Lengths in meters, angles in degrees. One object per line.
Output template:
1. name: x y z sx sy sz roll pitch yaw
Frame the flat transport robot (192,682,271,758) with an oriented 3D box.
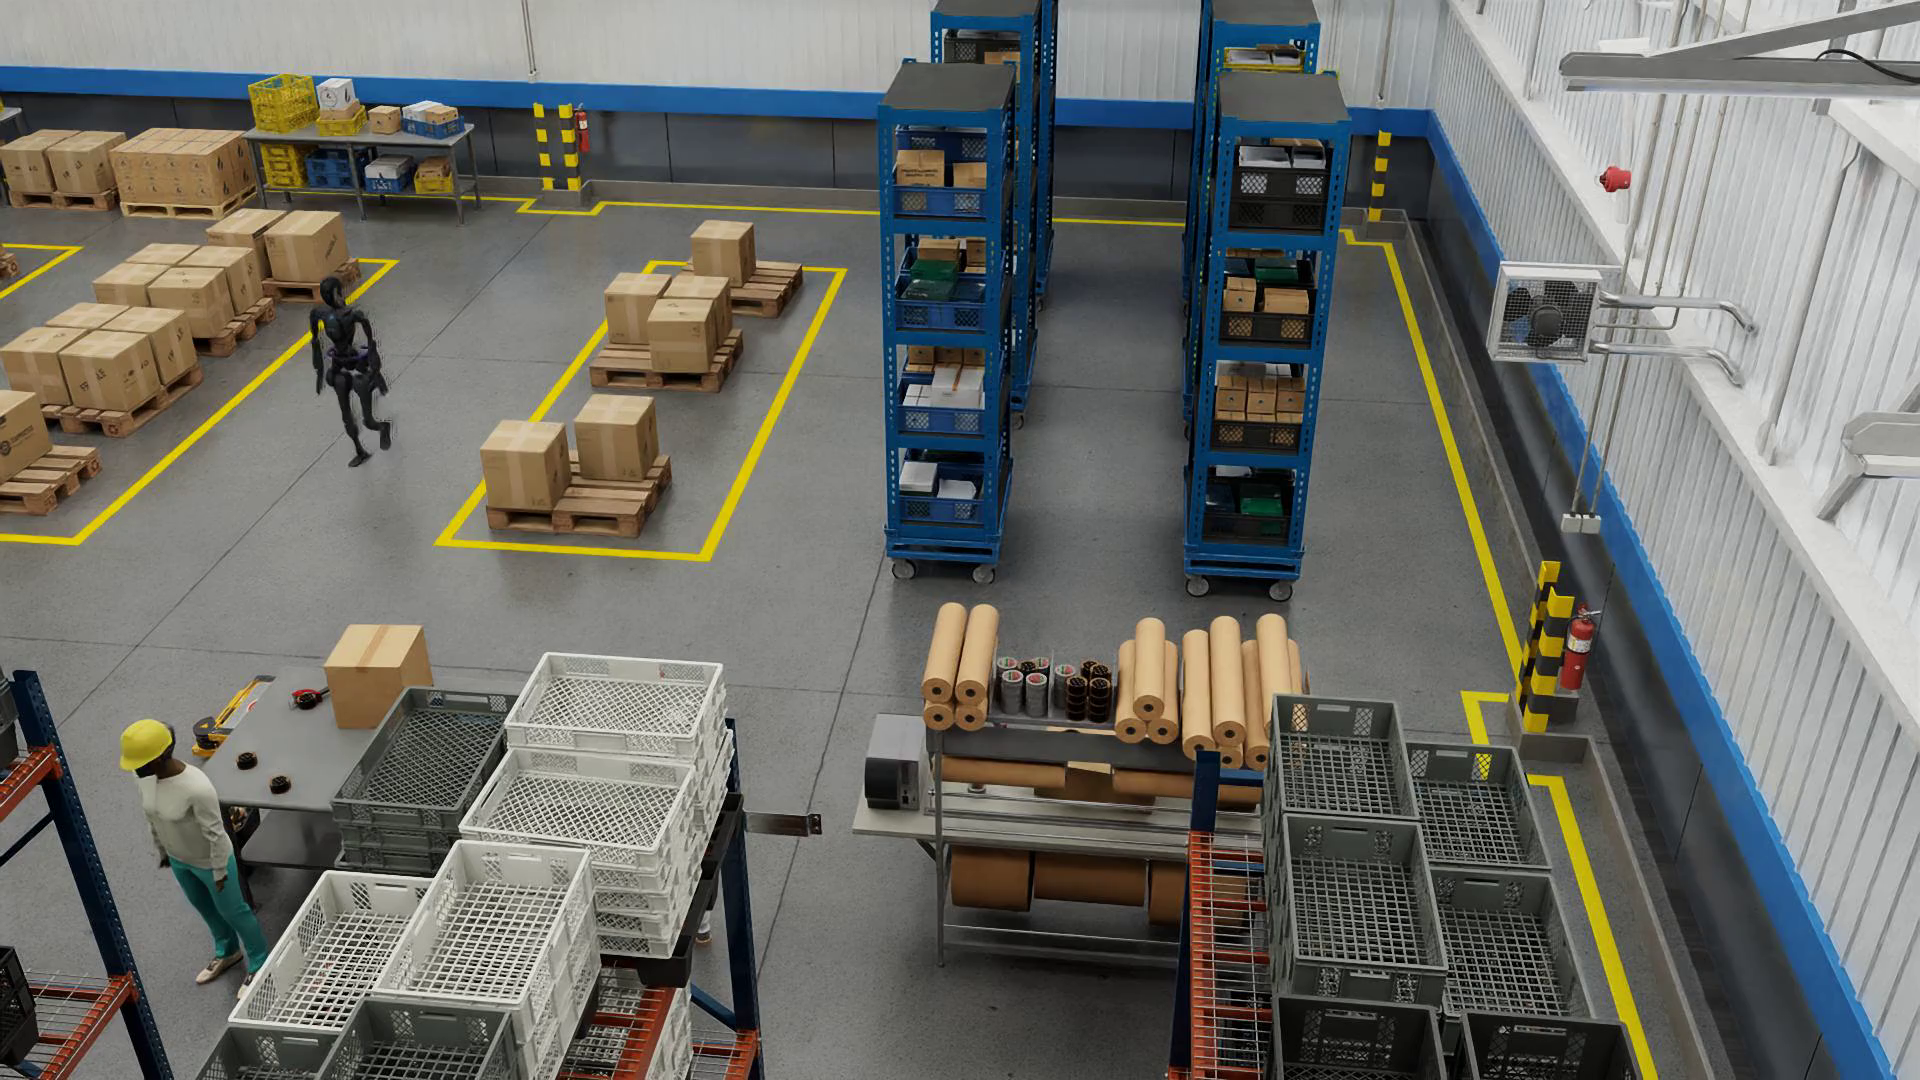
1. flat transport robot: -4.089 1.163 10.648 1.431 0.197 0.652 3 30 6

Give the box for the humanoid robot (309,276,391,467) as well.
1. humanoid robot: -5.008 -1.409 13.693 0.605 1.643 0.432 5 31 8

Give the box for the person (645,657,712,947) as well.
1. person: -1.555 1.423 8.623 0.339 1.882 0.582 25 38 36

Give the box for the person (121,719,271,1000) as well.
1. person: -3.893 1.614 8.429 0.516 1.753 0.359 13 33 21
